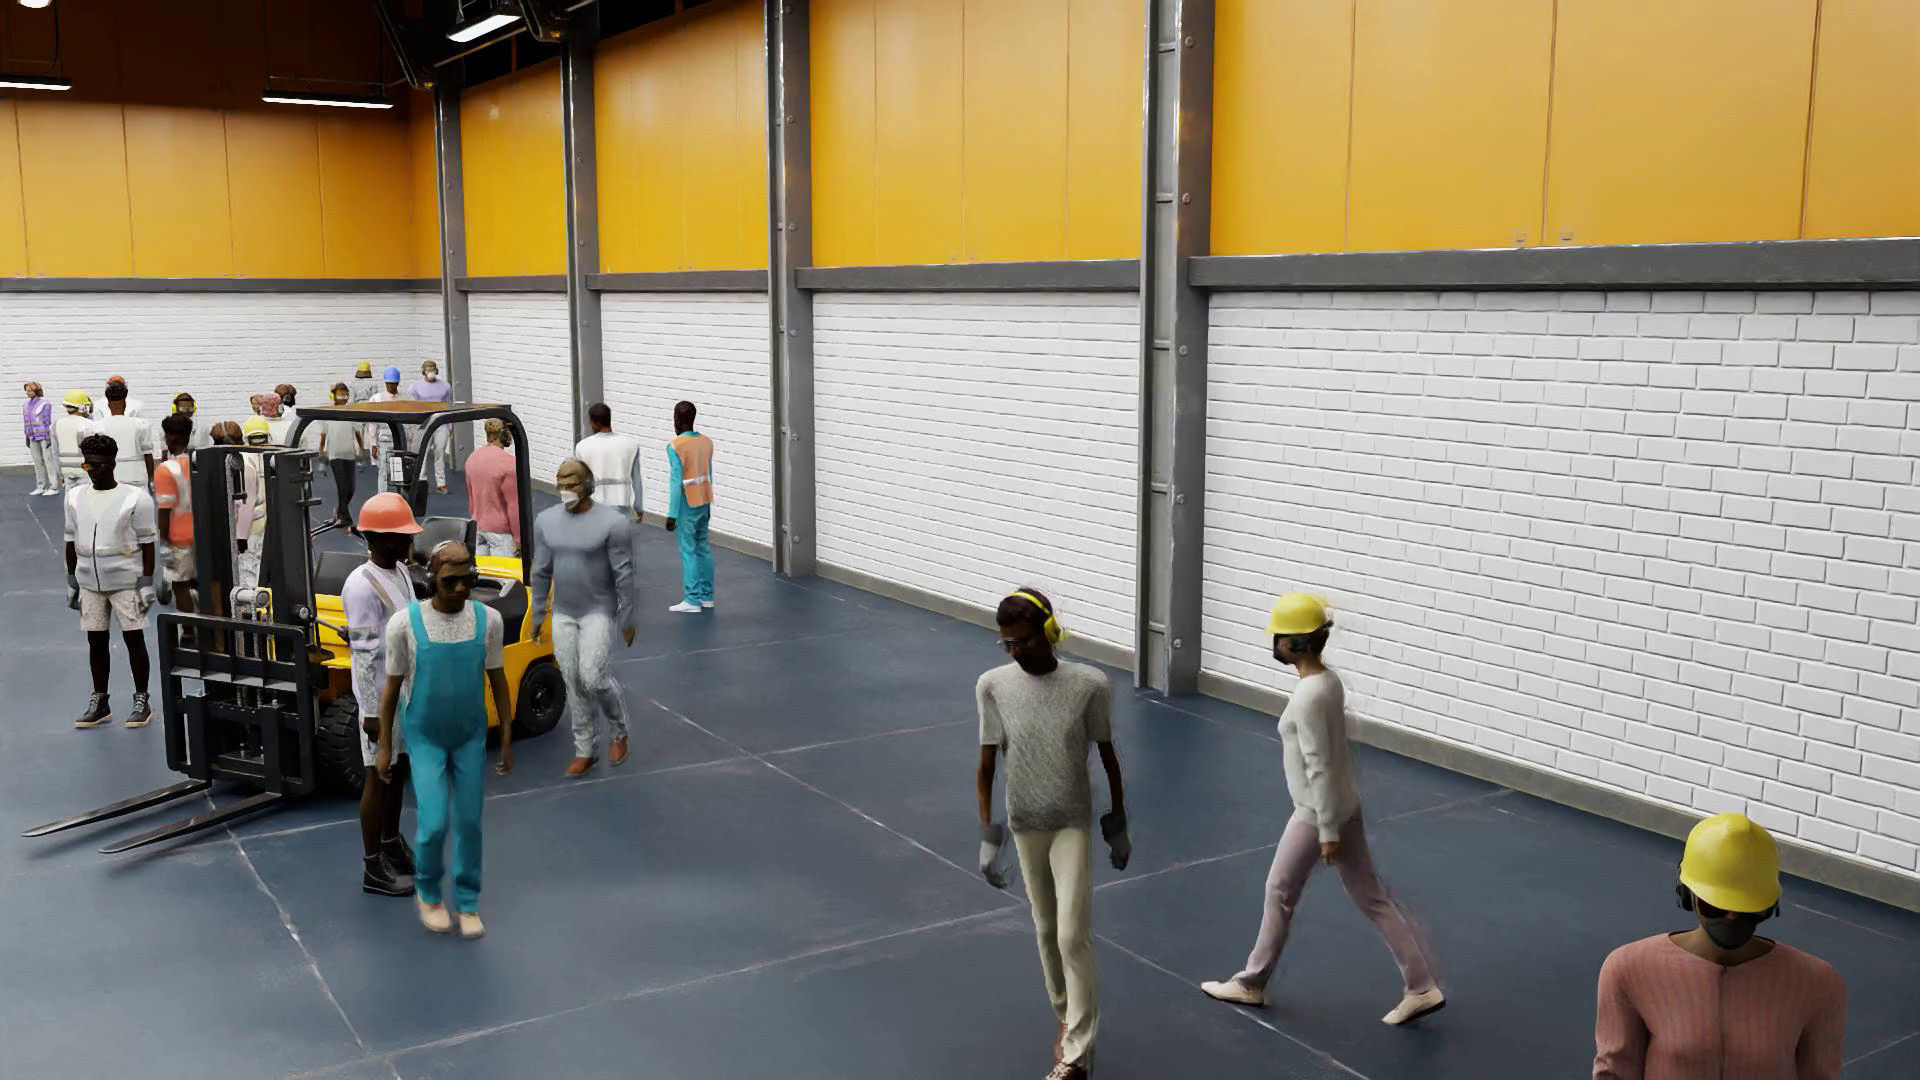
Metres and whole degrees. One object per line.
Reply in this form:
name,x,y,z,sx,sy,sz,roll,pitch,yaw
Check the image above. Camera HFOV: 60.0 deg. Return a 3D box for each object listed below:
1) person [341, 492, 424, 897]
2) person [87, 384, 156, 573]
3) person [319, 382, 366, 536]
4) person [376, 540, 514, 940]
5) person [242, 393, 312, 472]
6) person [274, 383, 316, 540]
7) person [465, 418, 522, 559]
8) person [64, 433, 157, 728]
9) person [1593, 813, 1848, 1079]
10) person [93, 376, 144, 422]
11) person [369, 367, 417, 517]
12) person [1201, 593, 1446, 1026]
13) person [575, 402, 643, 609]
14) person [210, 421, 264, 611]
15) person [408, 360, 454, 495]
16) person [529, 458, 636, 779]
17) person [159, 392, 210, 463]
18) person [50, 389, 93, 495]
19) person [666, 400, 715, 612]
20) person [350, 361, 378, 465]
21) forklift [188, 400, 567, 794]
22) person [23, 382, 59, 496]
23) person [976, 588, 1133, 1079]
person,-2.728,0.731,8.020,0.364,1.935,0.553,0,8,2
person,-8.520,-0.602,16.940,0.603,1.958,0.391,-5,10,-30
person,-7.444,-0.994,20.010,0.531,1.839,0.855,-7,11,-41
person,-2.265,0.893,7.325,0.587,1.820,0.432,-5,10,-32
person,-6.752,-0.501,16.442,0.652,1.902,0.402,-5,10,-28
person,-7.807,-0.900,19.347,0.626,1.842,0.429,7,11,39
person,-3.708,-0.050,13.335,0.625,1.931,0.379,6,11,37
person,-5.635,0.271,11.028,0.602,1.966,0.368,0,8,0
person,1.690,1.455,3.752,0.519,1.755,0.355,2,9,15
person,-10.486,-1.108,20.696,0.594,1.848,0.779,-1,9,-9
person,-7.228,-1.235,21.248,0.615,1.943,0.395,-6,10,-36
person,1.472,1.068,6.546,0.950,1.714,0.550,4,9,26
person,-3.162,-0.294,15.074,0.635,1.905,0.427,-3,9,-20
person,-5.989,-0.070,13.772,0.430,1.837,0.621,-4,10,-28
person,-7.560,-1.611,23.807,0.635,1.937,0.352,-6,10,-36
person,-2.243,0.462,9.902,0.629,1.925,0.422,3,9,20
person,-8.058,-0.612,17.351,0.521,1.860,0.319,-5,10,-32
person,-9.663,-0.743,18.304,0.589,1.834,0.403,2,9,13
person,-2.429,-0.304,15.065,0.383,1.916,0.592,4,9,25
person,-9.971,-2.124,27.921,0.488,1.744,0.296,1,8,4
forklift,-3.529,0.258,10.348,1.214,2.155,2.313,4,9,25
person,-13.101,-1.436,23.669,0.508,1.628,0.320,3,9,21
person,0.306,1.087,6.013,0.558,1.824,0.791,3,9,18
